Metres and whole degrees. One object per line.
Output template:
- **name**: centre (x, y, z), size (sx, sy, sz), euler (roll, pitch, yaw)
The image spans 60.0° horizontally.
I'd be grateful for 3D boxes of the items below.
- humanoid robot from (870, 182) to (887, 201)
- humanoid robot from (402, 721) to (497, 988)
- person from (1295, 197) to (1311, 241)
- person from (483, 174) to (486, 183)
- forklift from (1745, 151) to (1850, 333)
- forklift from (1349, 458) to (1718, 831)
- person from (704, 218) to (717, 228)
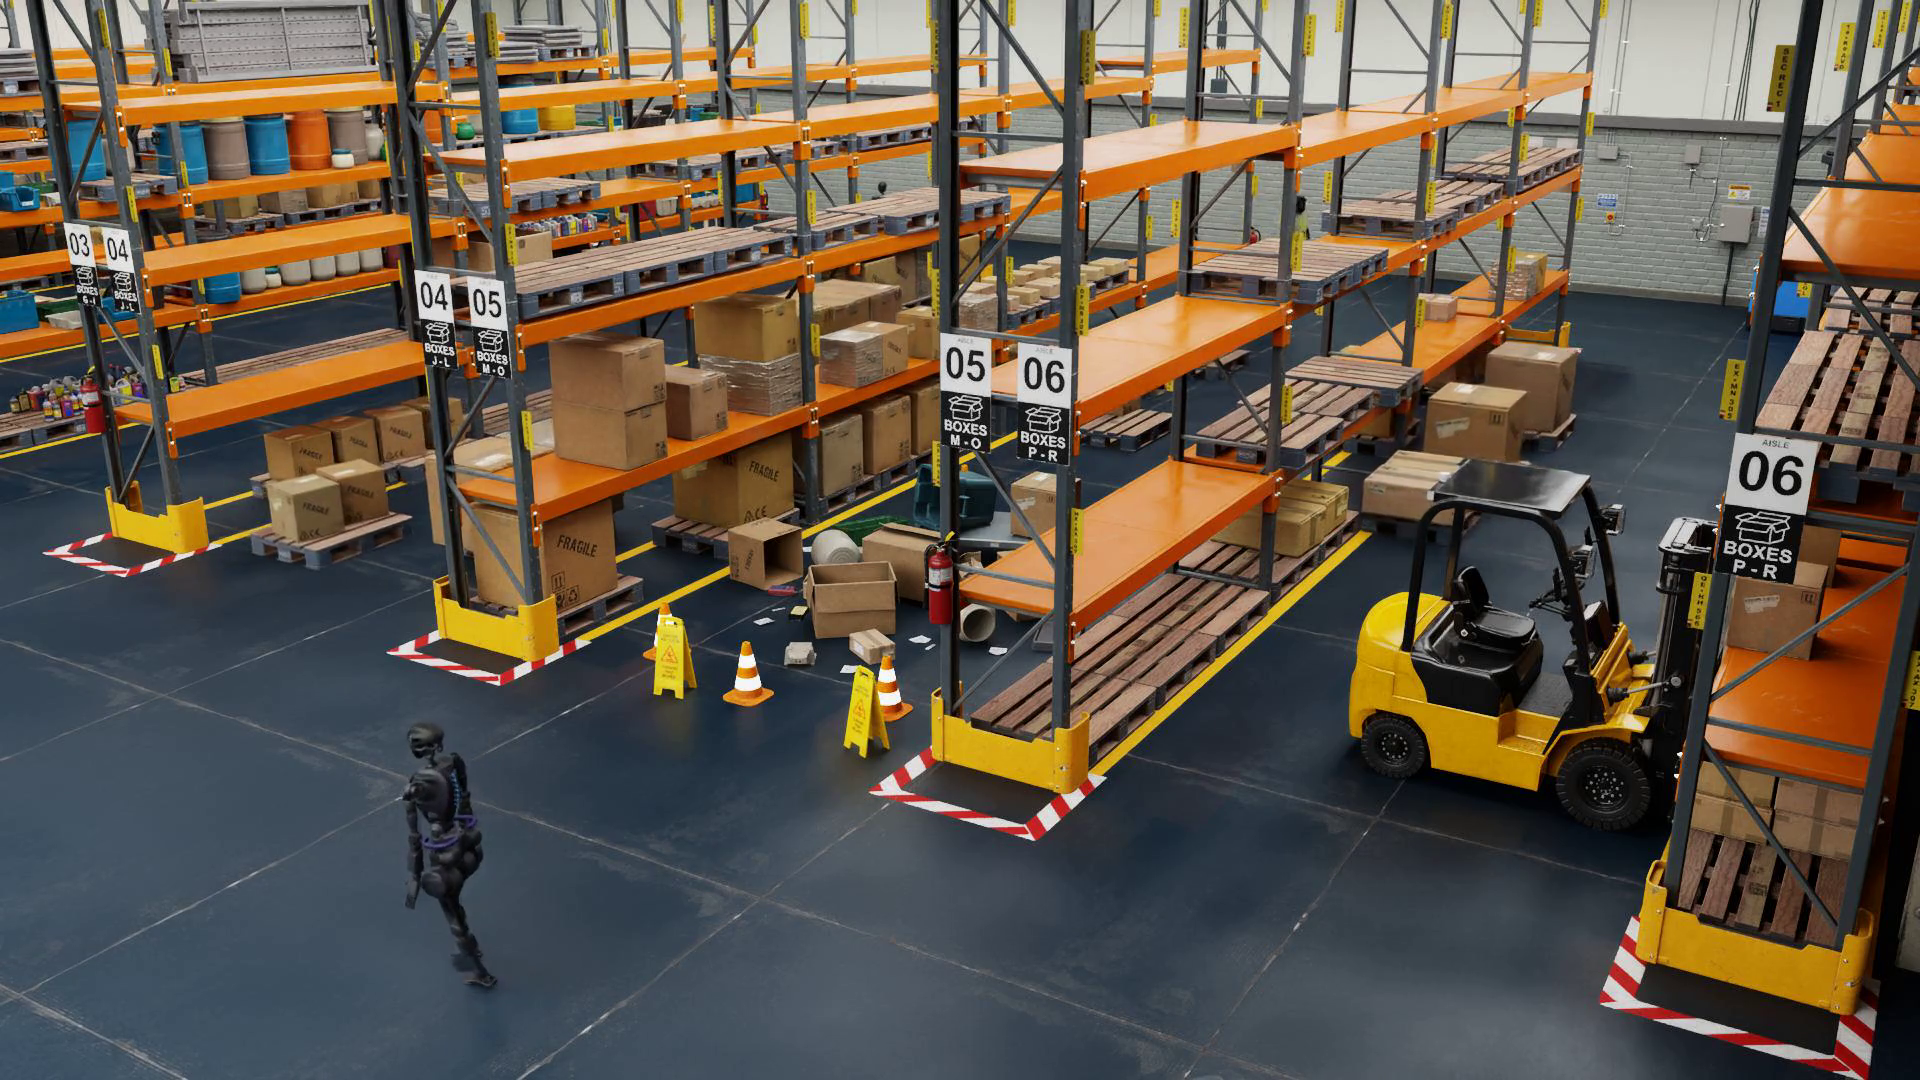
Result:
- **humanoid robot**: centre (-1.551, -6.086, 32.107), size (0.595, 1.632, 0.762), euler (-10, 21, -26)
- **humanoid robot**: centre (-2.907, 1.773, 9.353), size (0.525, 1.646, 0.596), euler (6, 20, 16)
- **person**: centre (6.107, -5.354, 29.973), size (0.873, 1.645, 0.541), euler (15, 24, 36)
- **person**: centre (-10.404, -7.725, 36.603), size (0.330, 1.800, 0.537), euler (7, 20, 20)
- **forklift**: centre (13.620, -4.667, 26.137), size (1.873, 2.768, 1.129), euler (11, 22, 29)
- **forklift**: centre (3.988, 0.658, 11.776), size (2.313, 2.155, 1.214), euler (11, 22, 29)
- **person**: centre (-5.235, -7.064, 34.869), size (0.488, 1.688, 0.350), euler (-6, 20, -17)
